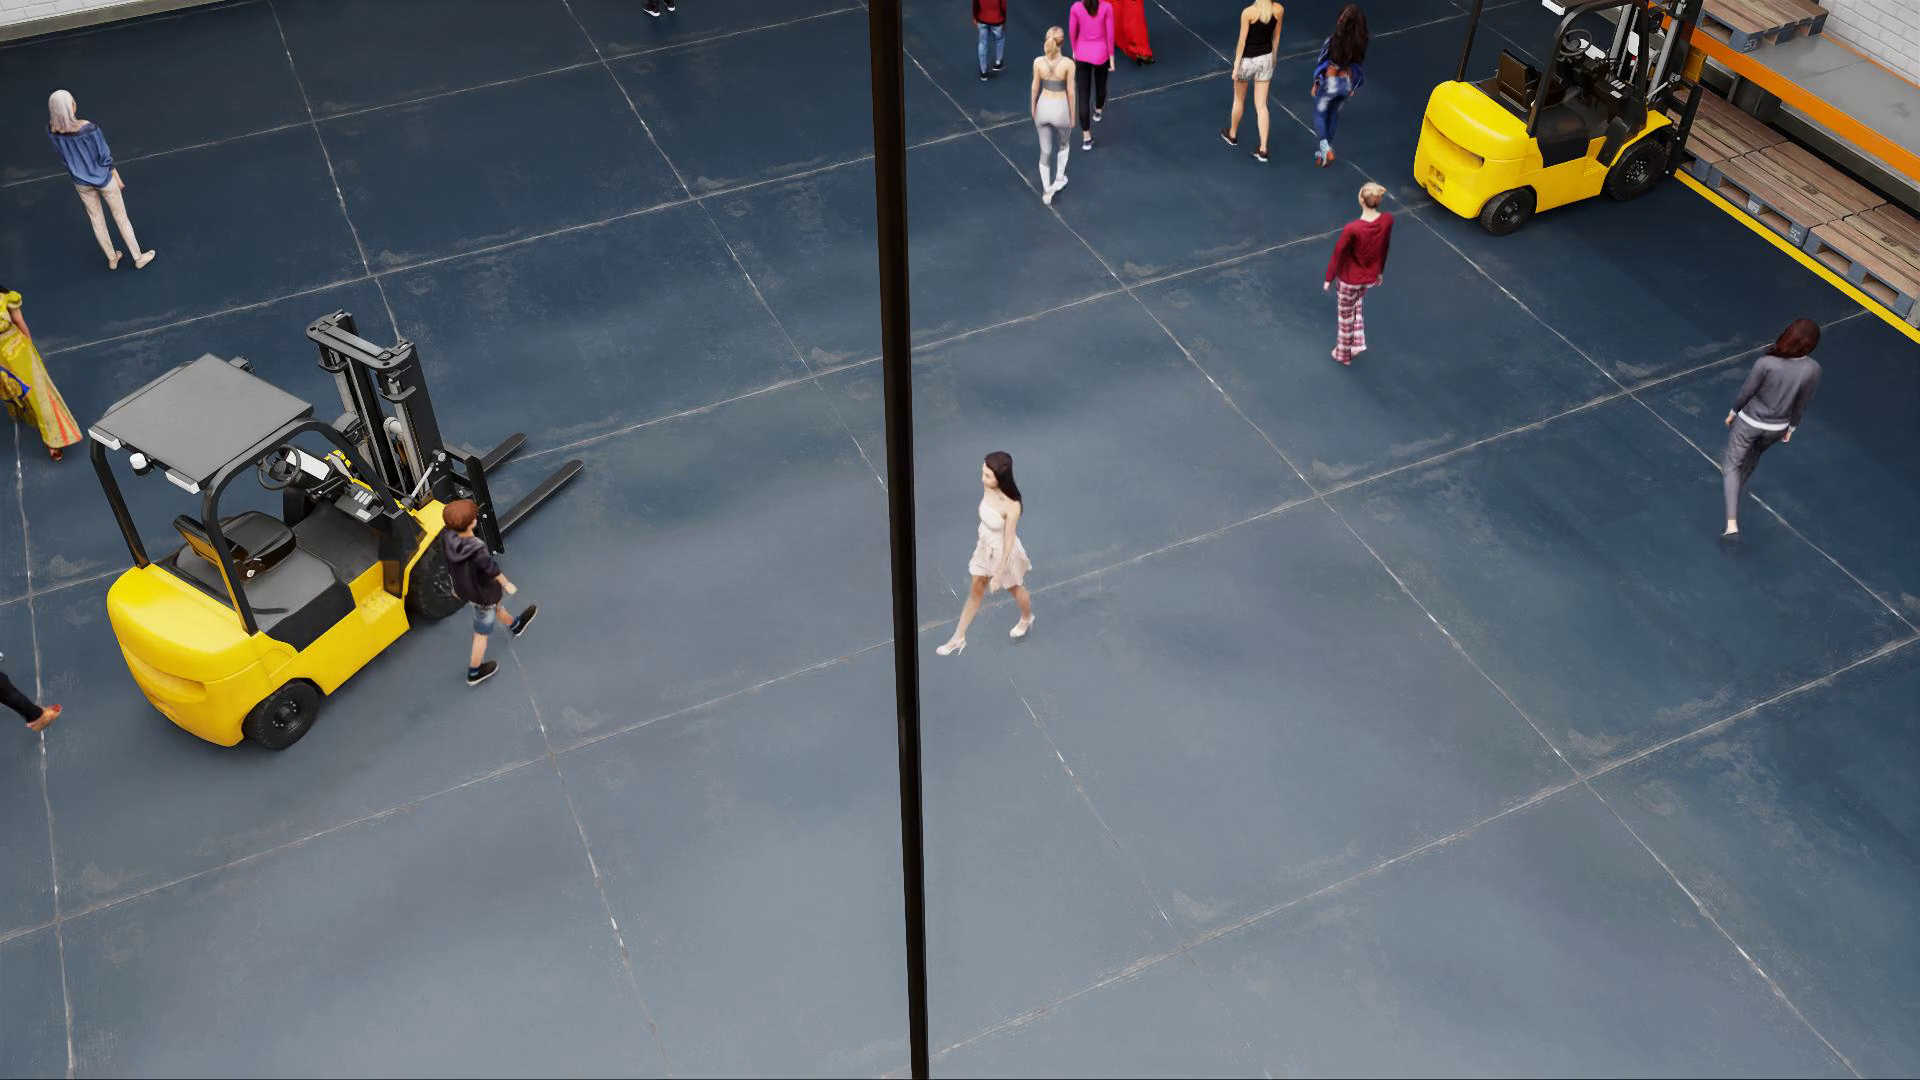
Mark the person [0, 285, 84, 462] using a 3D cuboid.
[{"bbox_3d":[-7.280,-1.438,12.648,0.734,1.618,1.161,-17,46,-17],"label":"person"}]

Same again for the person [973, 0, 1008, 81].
[{"bbox_3d":[0.299,-5.281,16.947,0.663,1.241,0.729,8,44,8],"label":"person"}]

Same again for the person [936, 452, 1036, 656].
[{"bbox_3d":[0.354,0.088,10.979,0.705,1.699,0.937,-22,48,-22],"label":"person"}]

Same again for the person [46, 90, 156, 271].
[{"bbox_3d":[-7.455,-3.093,14.326,0.693,1.698,0.696,-1,44,-1],"label":"person"}]

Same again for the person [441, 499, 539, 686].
[{"bbox_3d":[-3.199,0.369,10.893,0.964,1.411,0.893,27,50,25],"label":"person"}]

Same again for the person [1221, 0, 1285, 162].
[{"bbox_3d":[2.815,-4.468,15.665,0.738,1.833,0.996,-9,44,-9],"label":"person"}]

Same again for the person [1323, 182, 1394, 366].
[{"bbox_3d":[3.213,-2.076,13.254,0.649,1.695,0.599,-16,46,-16],"label":"person"}]

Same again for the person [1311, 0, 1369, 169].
[{"bbox_3d":[3.528,-4.183,15.523,0.783,1.615,0.906,-8,44,-8],"label":"person"}]

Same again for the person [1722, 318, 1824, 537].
[{"bbox_3d":[5.736,-0.782,11.863,0.999,1.739,1.142,7,44,7],"label":"person"}]

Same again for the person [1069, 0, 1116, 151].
[{"bbox_3d":[1.247,-4.538,15.869,0.937,1.662,1.129,5,44,5],"label":"person"}]

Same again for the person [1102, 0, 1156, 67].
[{"bbox_3d":[1.649,-5.796,17.140,0.726,1.731,1.194,-21,48,-21],"label":"person"}]

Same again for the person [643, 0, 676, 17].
[{"bbox_3d":[-3.340,-6.527,17.889,0.630,1.745,0.567,-27,50,-25],"label":"person"}]

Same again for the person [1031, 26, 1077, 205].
[{"bbox_3d":[0.828,-3.810,15.074,0.756,1.695,0.818,9,44,9],"label":"person"}]
